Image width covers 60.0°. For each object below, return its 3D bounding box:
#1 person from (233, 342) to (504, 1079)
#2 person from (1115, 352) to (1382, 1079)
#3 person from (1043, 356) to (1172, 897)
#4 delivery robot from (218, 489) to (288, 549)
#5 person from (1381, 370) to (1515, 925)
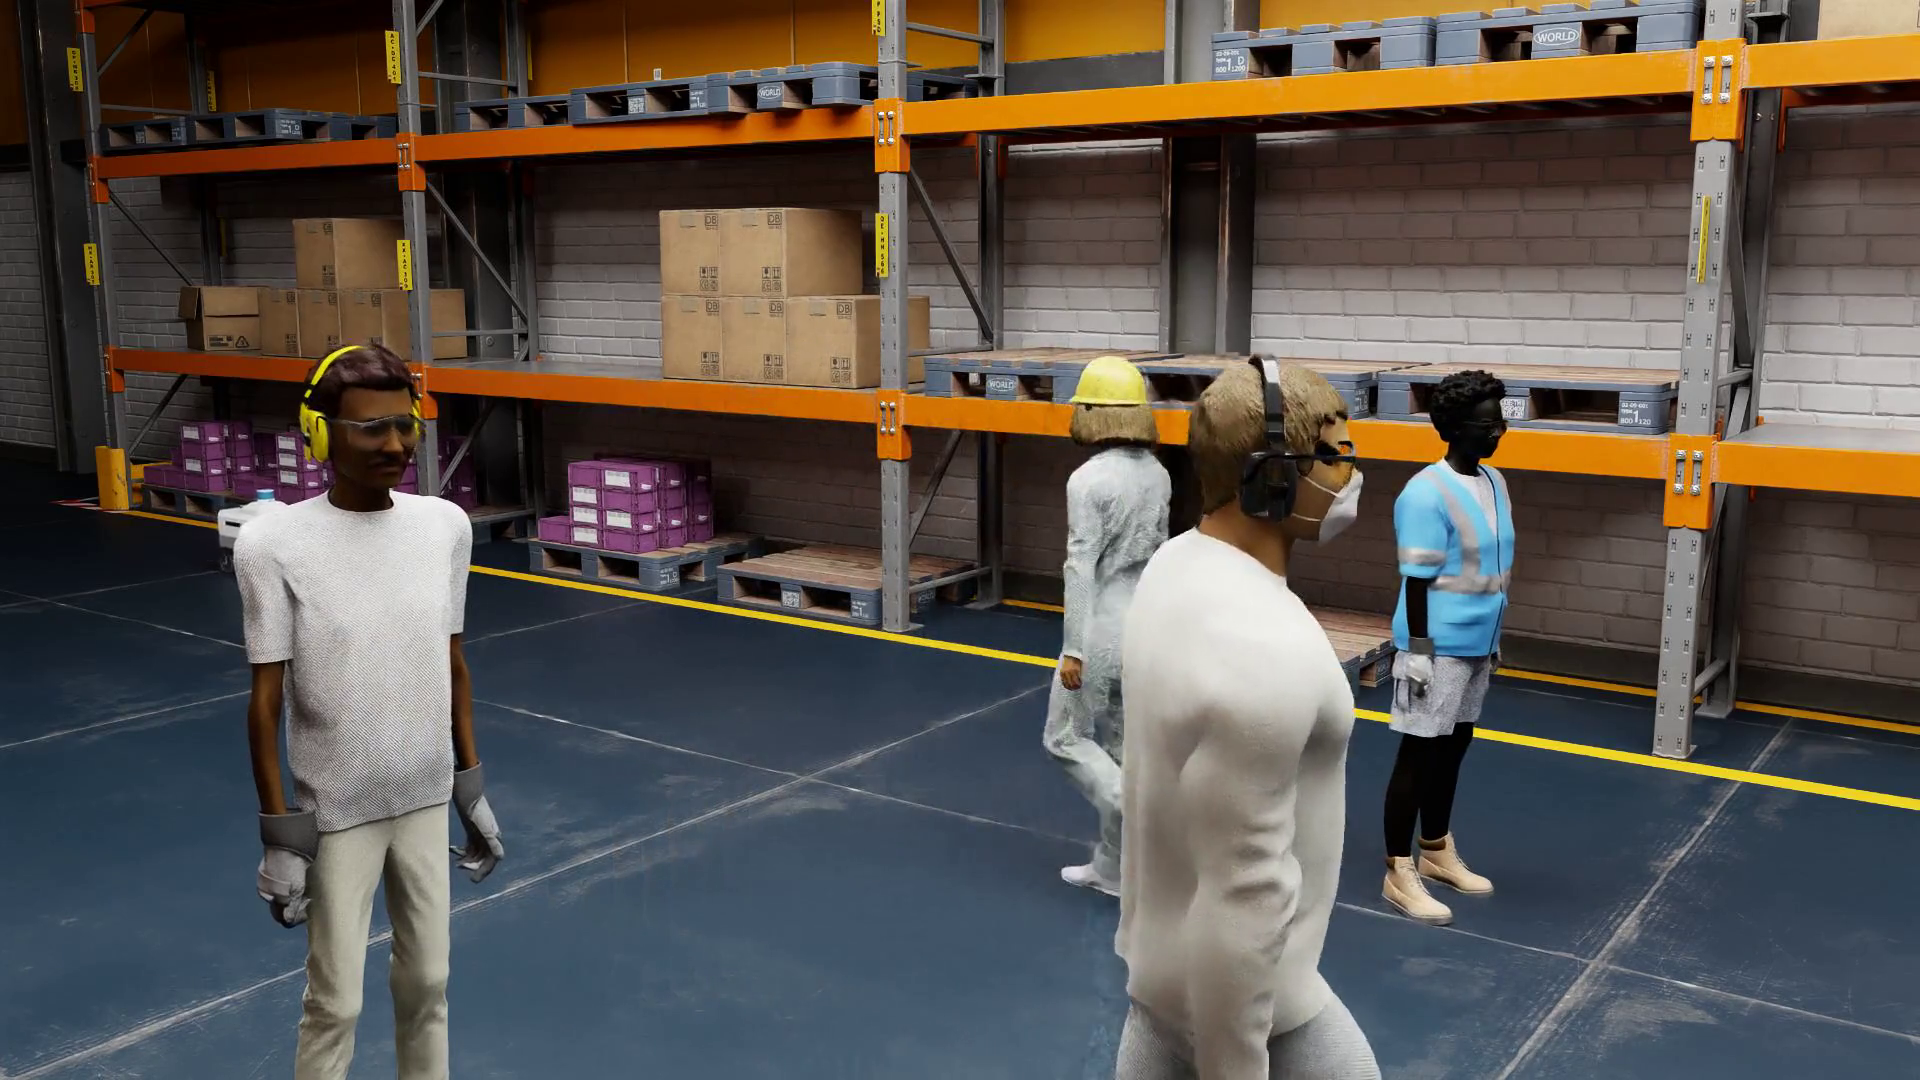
[{"bbox_3d":[-1.153,0.544,3.314,0.328,1.870,0.510,8,12,39],"label":"person"},{"bbox_3d":[0.362,0.661,2.536,0.976,1.901,0.639,-1,10,-5],"label":"person"},{"bbox_3d":[0.503,0.299,5.162,0.434,1.729,0.503,8,12,39],"label":"person"},{"bbox_3d":[-4.437,-0.081,10.660,0.707,0.478,0.477,7,12,37],"label":"delivery robot"},{"bbox_3d":[1.522,0.321,5.151,0.317,1.695,0.540,9,13,42],"label":"person"}]
